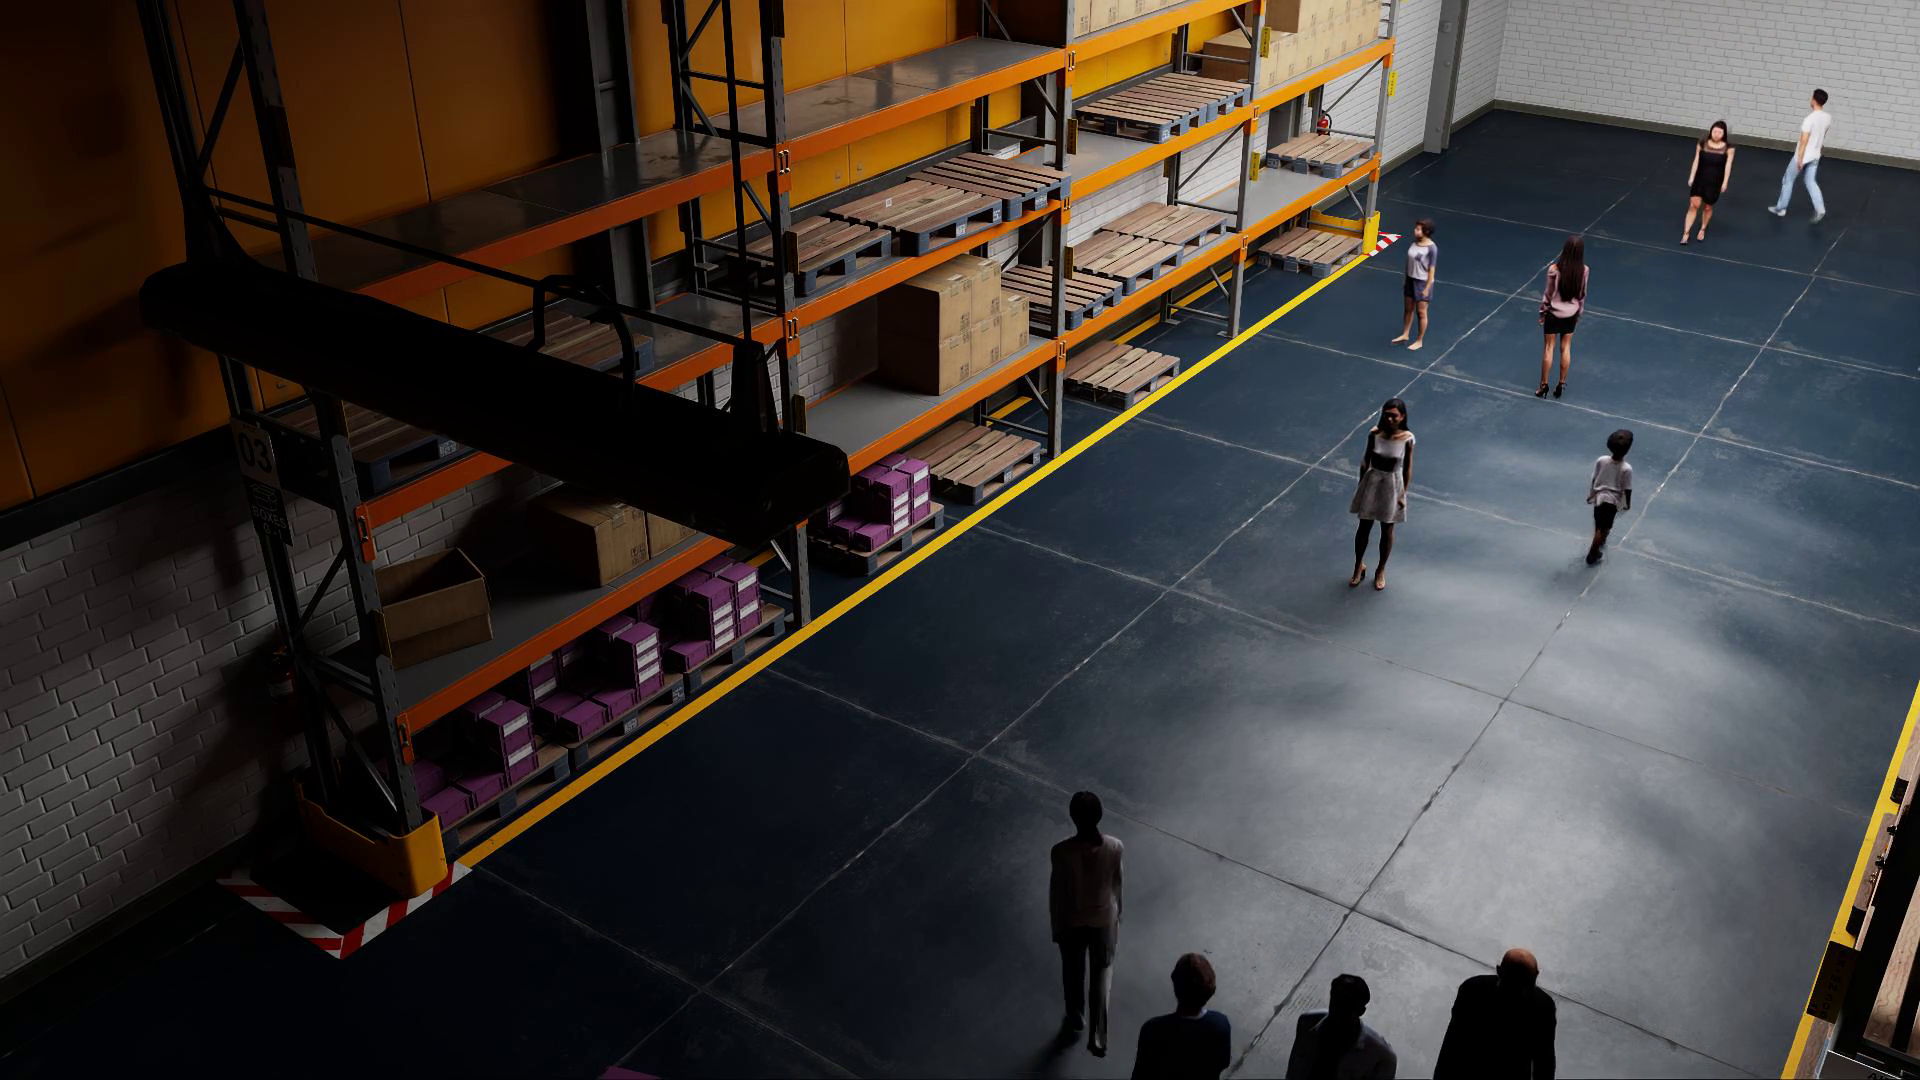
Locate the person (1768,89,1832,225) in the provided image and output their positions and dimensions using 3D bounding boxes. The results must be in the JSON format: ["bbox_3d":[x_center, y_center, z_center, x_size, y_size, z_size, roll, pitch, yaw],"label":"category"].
[{"bbox_3d":[11.918,-5.338,23.265,1.177,1.837,1.158,-9,30,-16],"label":"person"}]

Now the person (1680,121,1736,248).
[{"bbox_3d":[10.125,-4.824,22.484,0.712,1.681,0.977,16,33,27],"label":"person"}]

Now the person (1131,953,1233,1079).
[{"bbox_3d":[1.069,2.903,8.154,0.830,1.840,0.885,-8,30,-14],"label":"person"}]

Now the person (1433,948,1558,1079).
[{"bbox_3d":[2.718,2.730,8.536,0.952,1.778,1.106,6,29,11],"label":"person"}]

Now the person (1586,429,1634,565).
[{"bbox_3d":[5.726,-0.362,14.771,0.569,1.235,0.823,24,37,37],"label":"person"}]

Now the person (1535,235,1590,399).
[{"bbox_3d":[6.464,-2.390,17.888,0.707,1.810,0.725,0,29,0],"label":"person"}]

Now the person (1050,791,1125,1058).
[{"bbox_3d":[0.739,2.225,9.482,0.860,1.758,0.975,0,29,-1],"label":"person"}]

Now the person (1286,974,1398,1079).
[{"bbox_3d":[1.828,2.865,8.253,0.666,1.812,0.543,19,34,31],"label":"person"}]

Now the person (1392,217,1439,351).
[{"bbox_3d":[5.316,-2.996,19.254,0.668,1.566,0.648,-13,31,-22],"label":"person"}]

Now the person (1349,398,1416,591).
[{"bbox_3d":[3.627,-0.397,14.272,0.704,1.774,0.704,11,31,20],"label":"person"}]
